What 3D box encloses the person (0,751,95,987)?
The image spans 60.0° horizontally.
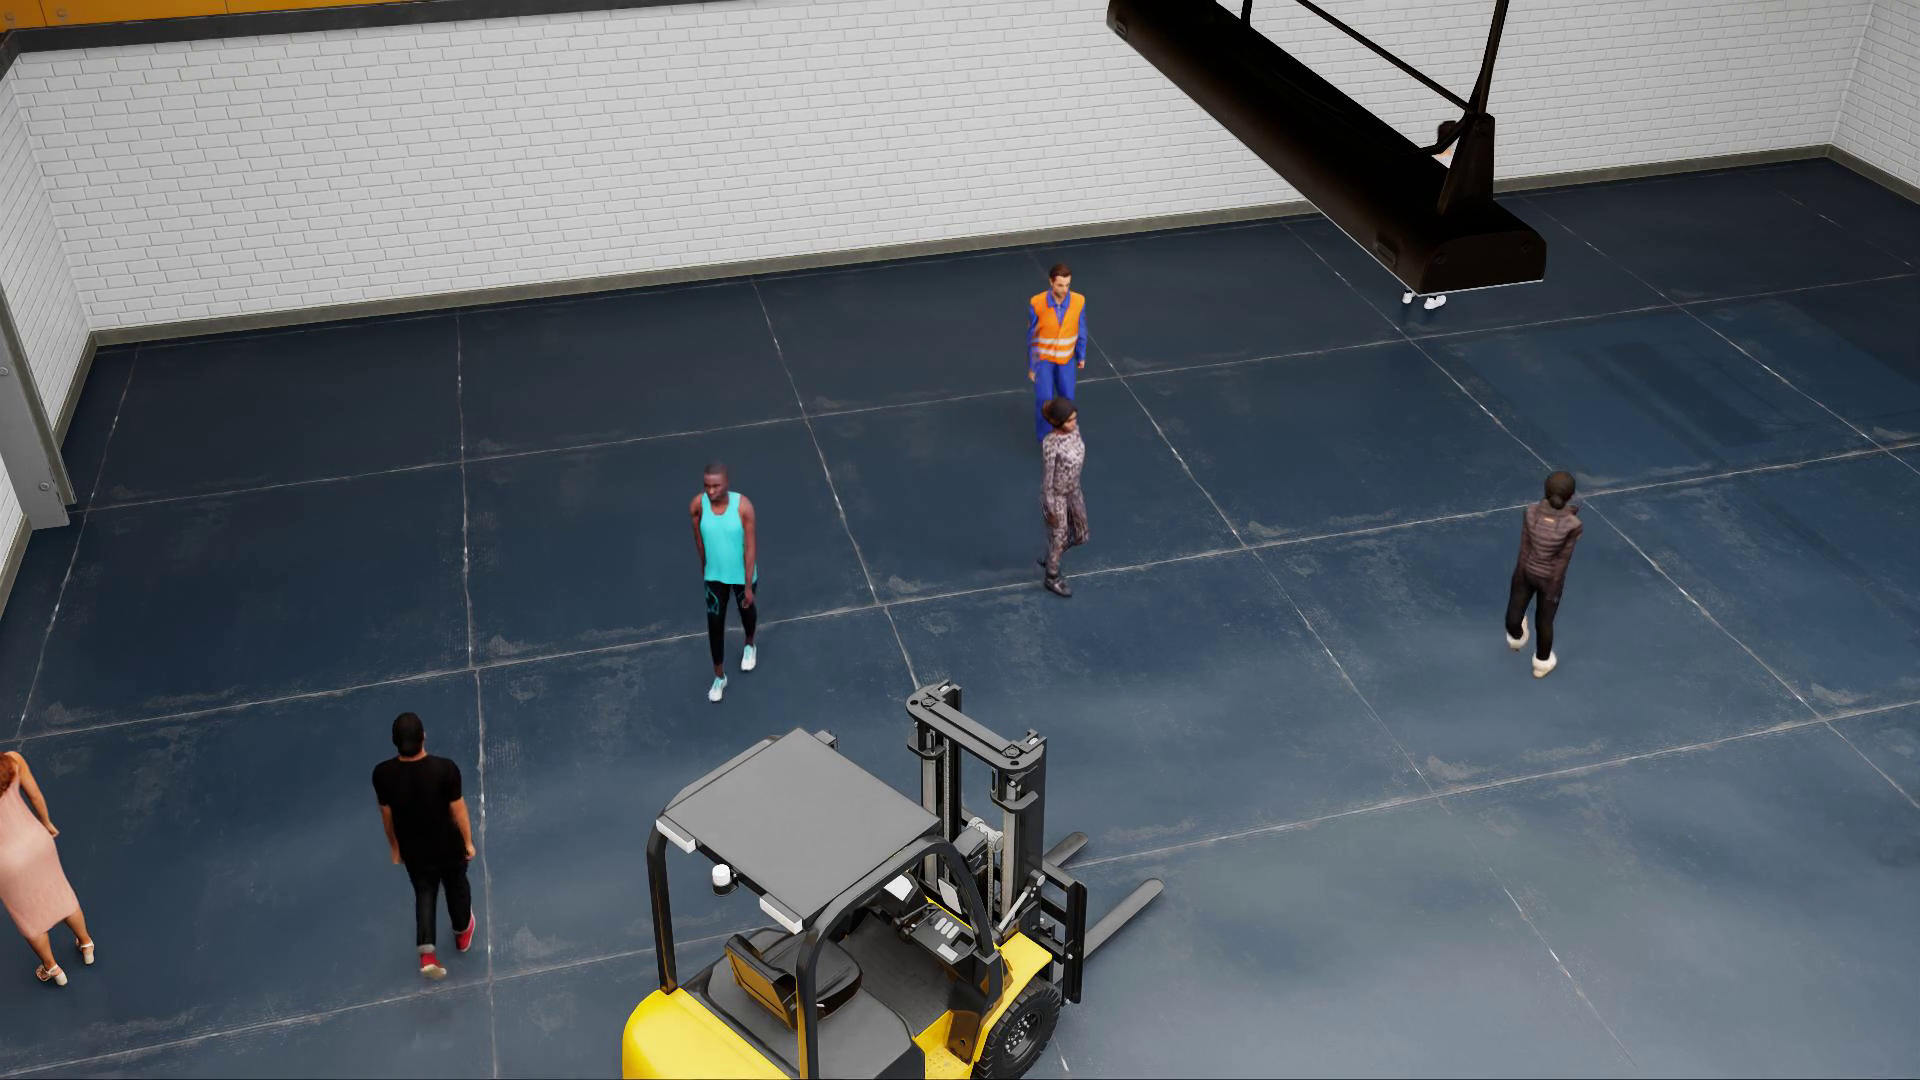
[{"bbox_3d":[-5.162,1.706,9.109,0.707,1.831,0.668,22,39,29],"label":"person"}]

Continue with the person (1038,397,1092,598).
[{"bbox_3d":[0.674,-0.336,12.295,0.791,1.705,0.735,24,41,32],"label":"person"}]

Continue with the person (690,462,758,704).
[{"bbox_3d":[-1.541,0.166,11.470,0.798,1.783,1.007,2,34,3],"label":"person"}]

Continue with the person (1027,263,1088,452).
[{"bbox_3d":[0.745,-1.541,13.991,0.705,1.834,0.766,-6,34,-10],"label":"person"}]

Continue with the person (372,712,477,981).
[{"bbox_3d":[-2.912,1.722,9.164,0.708,1.742,0.951,-3,34,-5],"label":"person"}]

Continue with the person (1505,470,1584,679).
[{"bbox_3d":[4.070,0.188,11.550,0.835,1.656,0.792,-2,34,-3],"label":"person"}]

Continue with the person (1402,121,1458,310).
[{"bbox_3d":[4.694,-3.223,16.474,0.722,1.887,0.812,22,39,29],"label":"person"}]
